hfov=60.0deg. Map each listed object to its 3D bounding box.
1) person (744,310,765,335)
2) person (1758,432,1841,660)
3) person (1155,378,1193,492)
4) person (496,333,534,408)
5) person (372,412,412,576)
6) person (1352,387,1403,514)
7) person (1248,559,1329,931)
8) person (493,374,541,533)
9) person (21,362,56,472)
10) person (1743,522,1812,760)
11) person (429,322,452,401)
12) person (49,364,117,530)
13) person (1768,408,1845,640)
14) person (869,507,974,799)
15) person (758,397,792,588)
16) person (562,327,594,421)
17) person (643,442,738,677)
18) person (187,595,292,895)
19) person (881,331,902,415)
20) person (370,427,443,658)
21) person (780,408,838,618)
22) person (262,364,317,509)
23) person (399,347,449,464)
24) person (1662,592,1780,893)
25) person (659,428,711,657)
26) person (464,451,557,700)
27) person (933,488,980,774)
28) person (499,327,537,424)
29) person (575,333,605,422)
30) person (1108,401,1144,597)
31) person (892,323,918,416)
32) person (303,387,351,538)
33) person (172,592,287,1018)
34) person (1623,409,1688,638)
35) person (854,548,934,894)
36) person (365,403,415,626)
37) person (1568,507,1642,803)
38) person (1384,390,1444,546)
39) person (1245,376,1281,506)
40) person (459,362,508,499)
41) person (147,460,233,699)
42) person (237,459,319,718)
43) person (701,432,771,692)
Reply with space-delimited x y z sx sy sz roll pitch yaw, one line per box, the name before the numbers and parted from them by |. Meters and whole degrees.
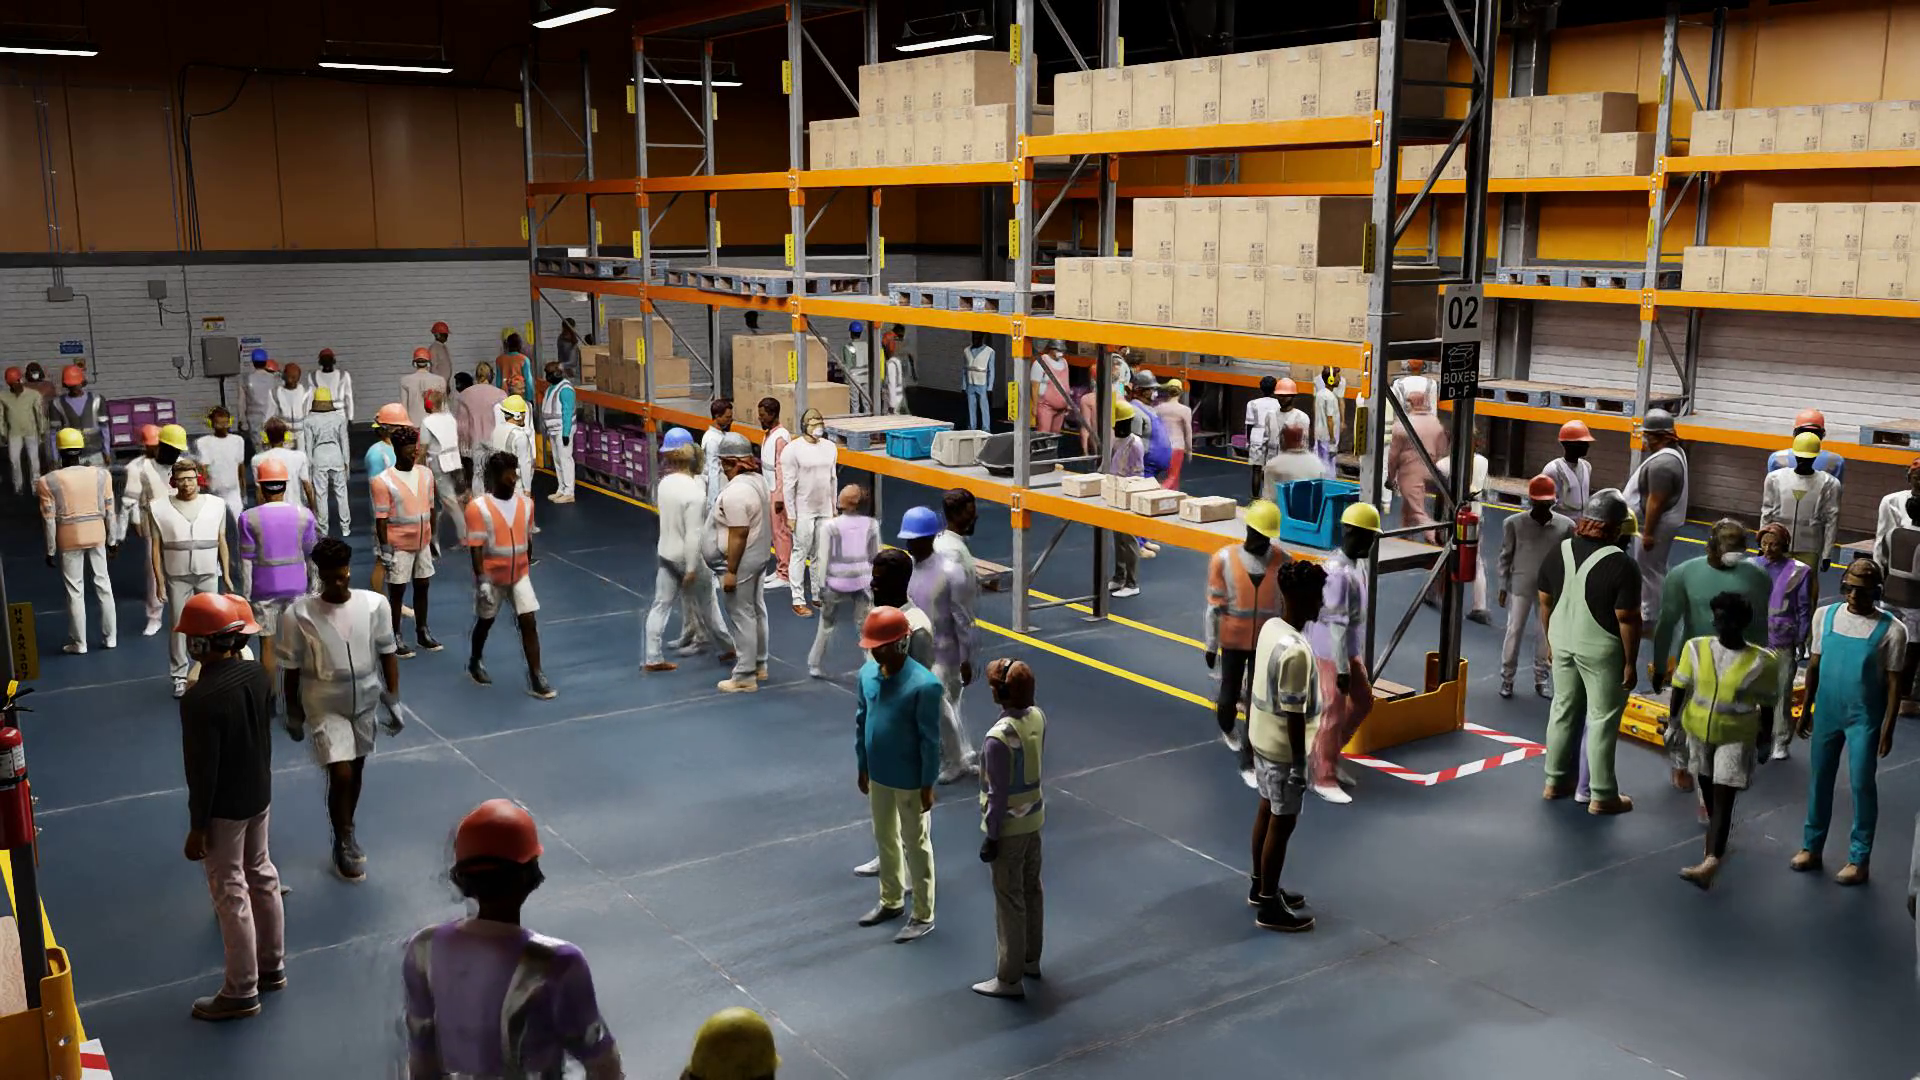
person | -3.887 -3.299 31.004 0.508 1.950 0.622 2 11 10
person | 7.017 0.044 13.950 0.586 1.918 0.396 7 13 33
person | 2.563 -1.114 20.405 0.535 1.722 0.823 10 15 41
person | -6.778 -2.185 25.347 0.596 1.916 0.373 4 12 19
person | -5.818 -0.472 17.074 0.356 1.734 0.483 -10 15 -41
person | 5.168 -1.232 20.678 0.631 1.839 0.428 -2 11 -12
person | 1.701 1.058 8.673 0.376 1.957 0.599 -1 11 -4
person | -5.147 -0.983 19.306 0.349 1.880 0.580 7 13 31
person | -13.091 -1.710 23.650 0.509 1.632 0.267 -9 14 -40
person | 5.541 0.680 11.427 0.524 1.631 0.319 8 13 34
person | -8.394 -2.539 26.965 0.396 1.992 0.623 0 11 -1
person | -10.212 -1.050 19.325 0.651 2.025 0.468 -6 13 -29
person | 7.373 -0.140 14.599 0.609 2.035 0.415 5 12 23
person | -0.247 0.720 10.557 0.624 1.888 1.022 9 15 40
person | -1.823 -0.479 16.654 0.402 1.909 0.599 -3 12 -16
person | -6.656 -2.806 28.841 0.743 1.798 0.568 -4 12 -19
person | -2.168 0.140 13.529 1.017 1.886 0.647 -11 15 -44
person | -3.828 1.134 8.826 0.350 1.739 0.575 0 11 1
person | -1.167 -2.681 28.347 0.354 1.738 0.578 1 11 6
person | -4.647 0.014 14.007 0.376 1.958 0.598 7 13 31
person | -1.369 -0.260 15.445 0.373 1.940 0.629 11 15 44
person | -8.432 -1.282 20.933 0.660 1.836 0.845 -3 11 -15
person | -7.026 -1.533 21.847 0.616 1.986 0.407 -3 12 -17
person | 4.218 1.092 9.279 0.943 1.627 0.538 -10 15 -43
person | -2.314 0.012 14.054 0.416 1.940 0.608 -6 13 -28
person | -3.557 0.251 12.906 0.605 1.922 1.014 -10 15 -42
person | -0.056 0.596 11.115 0.375 1.917 0.597 -1 11 -5
person | -7.692 -2.811 28.868 0.579 1.800 0.779 5 12 24
person | -5.846 -2.388 26.592 0.631 1.841 0.429 8 14 36
person | 1.587 -0.403 16.223 0.372 1.922 0.585 -4 12 -18
person | -1.052 -2.932 29.457 0.483 1.802 0.991 -10 15 -40
person | -7.308 -0.896 19.204 0.487 1.744 0.296 -7 13 -31
person | -3.400 1.220 7.727 0.381 1.994 0.621 1 11 6
person | 6.106 -0.162 14.681 0.537 2.000 0.684 7 13 32
person | -0.332 0.983 9.130 0.391 1.920 0.587 -6 12 -26
person | -5.120 -0.228 15.074 0.447 2.030 0.622 2 11 11
person | 4.038 0.724 10.489 0.399 1.912 0.592 -3 11 -14
person | 4.926 -0.676 17.817 0.626 1.851 1.010 -7 13 -30
person | 3.868 -1.225 21.004 0.539 1.695 0.318 2 11 9
person | -5.740 -1.188 20.192 0.635 1.937 0.353 2 11 10
person | -5.947 0.285 12.886 0.563 1.847 0.392 -8 14 -35
person | -5.045 0.358 12.335 0.552 1.922 0.391 -8 14 -35
person | -1.756 0.161 13.028 0.535 2.000 0.688 2 11 11
